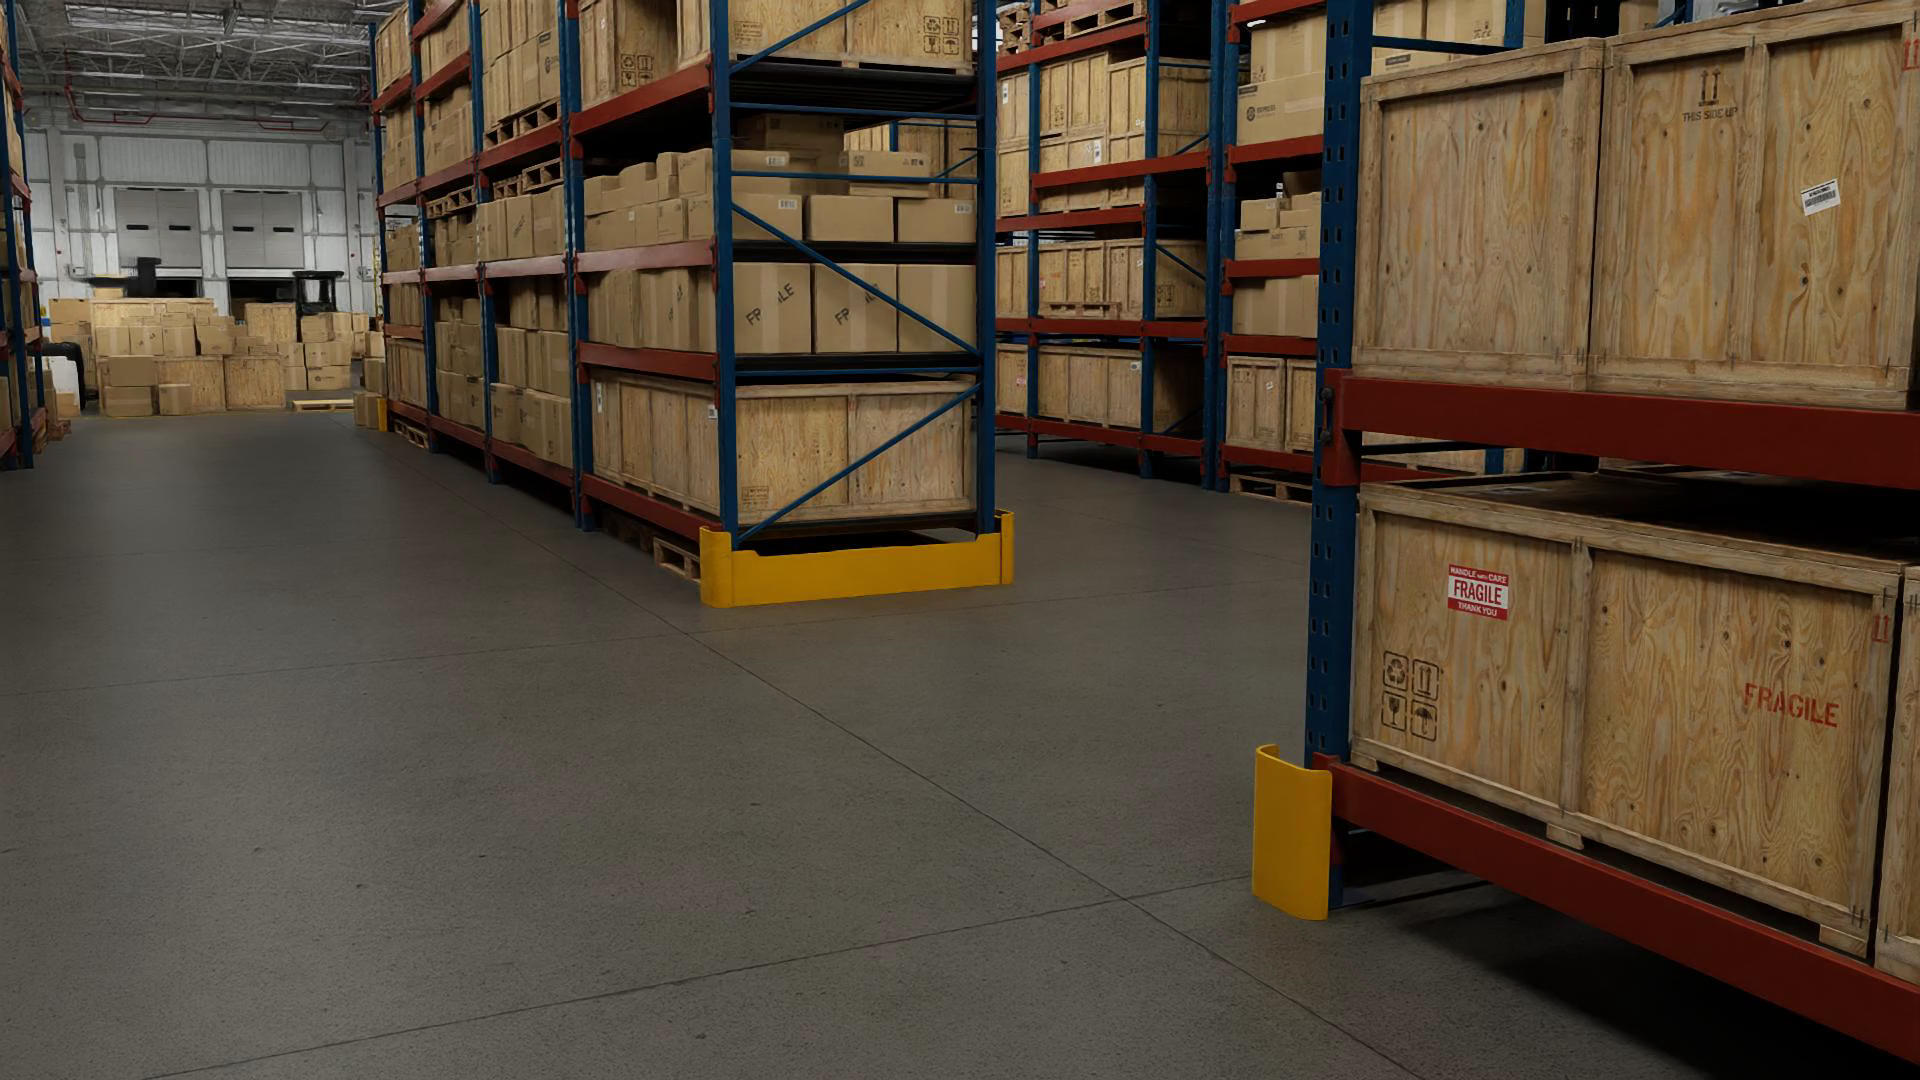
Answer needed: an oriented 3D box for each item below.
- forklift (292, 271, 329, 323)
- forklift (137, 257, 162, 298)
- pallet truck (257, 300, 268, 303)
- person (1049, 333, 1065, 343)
[{"bbox_3d":[-18.631,-6.347,47.856,1.873,2.768,1.129,8,12,44],"label":"forklift"},{"bbox_3d":[-15.871,-4.143,32.656,1.873,2.768,1.129,-4,9,-27],"label":"forklift"},{"bbox_3d":[-23.913,-7.404,58.171,1.885,1.965,0.823,-1,8,-9],"label":"pallet truck"},{"bbox_3d":[1.902,-3.627,32.333,0.357,1.938,0.542,0,8,0],"label":"person"}]
